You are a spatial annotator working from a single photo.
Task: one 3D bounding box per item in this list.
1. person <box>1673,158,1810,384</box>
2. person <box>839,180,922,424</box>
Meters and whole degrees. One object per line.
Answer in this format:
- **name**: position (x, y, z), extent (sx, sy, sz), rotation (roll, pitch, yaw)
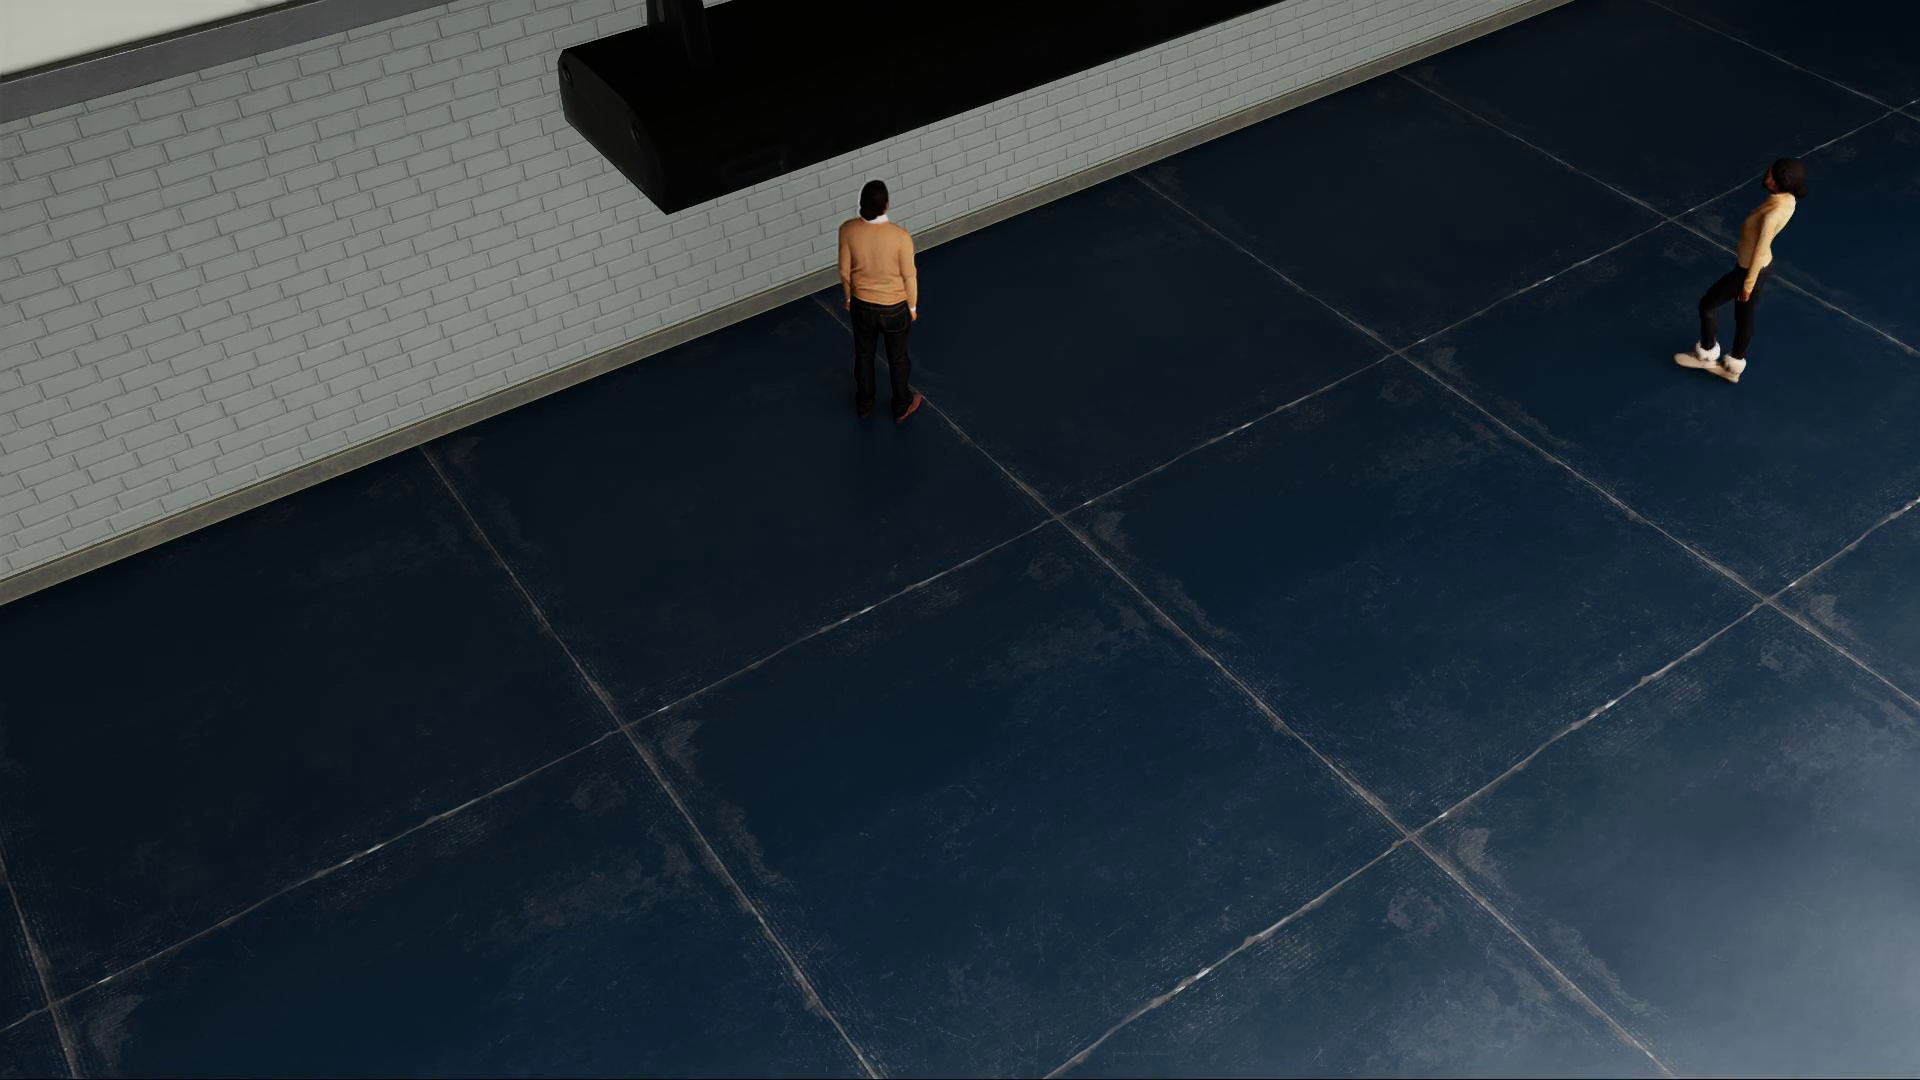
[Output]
- **person**: position (5.248, -1.725, 10.883), extent (0.728, 1.645, 0.665), rotation (33, 52, 30)
- **person**: position (-0.509, -1.501, 10.563), extent (0.740, 1.755, 0.814), rotation (10, 44, 10)
